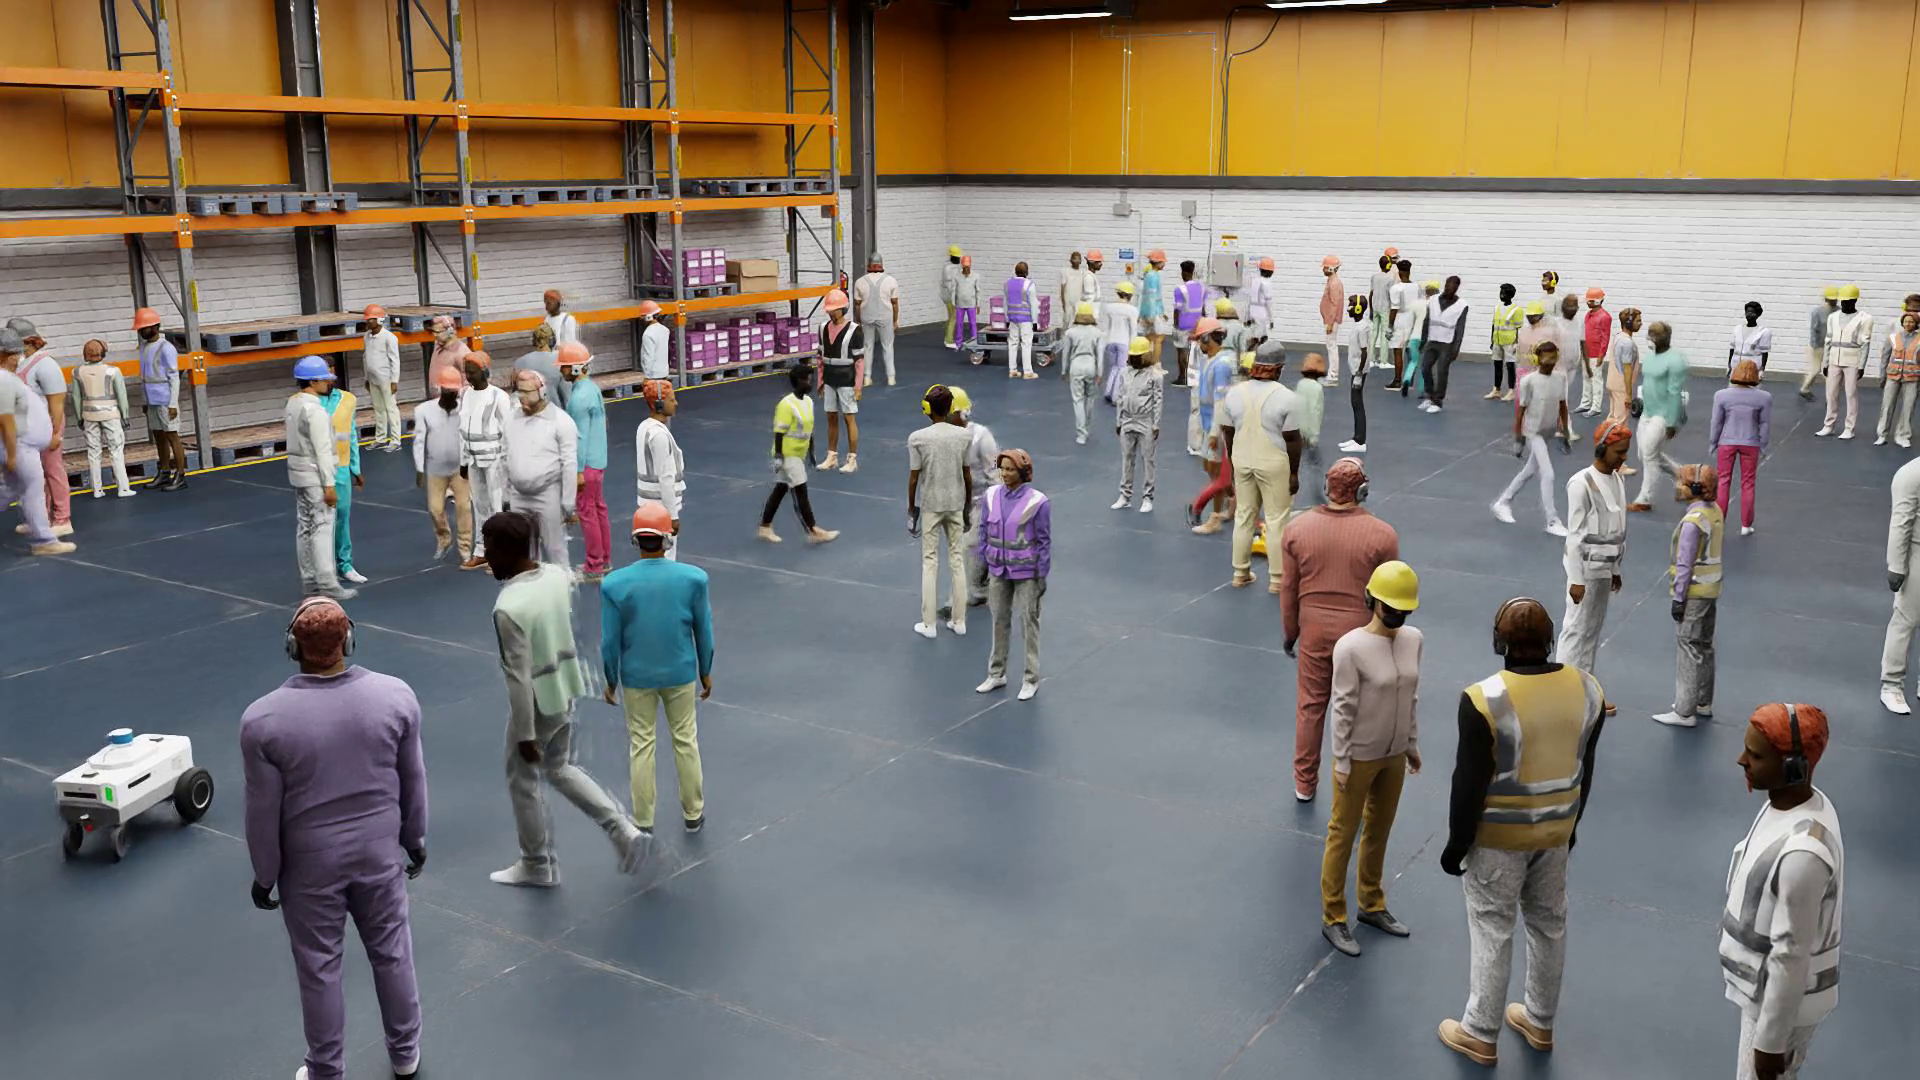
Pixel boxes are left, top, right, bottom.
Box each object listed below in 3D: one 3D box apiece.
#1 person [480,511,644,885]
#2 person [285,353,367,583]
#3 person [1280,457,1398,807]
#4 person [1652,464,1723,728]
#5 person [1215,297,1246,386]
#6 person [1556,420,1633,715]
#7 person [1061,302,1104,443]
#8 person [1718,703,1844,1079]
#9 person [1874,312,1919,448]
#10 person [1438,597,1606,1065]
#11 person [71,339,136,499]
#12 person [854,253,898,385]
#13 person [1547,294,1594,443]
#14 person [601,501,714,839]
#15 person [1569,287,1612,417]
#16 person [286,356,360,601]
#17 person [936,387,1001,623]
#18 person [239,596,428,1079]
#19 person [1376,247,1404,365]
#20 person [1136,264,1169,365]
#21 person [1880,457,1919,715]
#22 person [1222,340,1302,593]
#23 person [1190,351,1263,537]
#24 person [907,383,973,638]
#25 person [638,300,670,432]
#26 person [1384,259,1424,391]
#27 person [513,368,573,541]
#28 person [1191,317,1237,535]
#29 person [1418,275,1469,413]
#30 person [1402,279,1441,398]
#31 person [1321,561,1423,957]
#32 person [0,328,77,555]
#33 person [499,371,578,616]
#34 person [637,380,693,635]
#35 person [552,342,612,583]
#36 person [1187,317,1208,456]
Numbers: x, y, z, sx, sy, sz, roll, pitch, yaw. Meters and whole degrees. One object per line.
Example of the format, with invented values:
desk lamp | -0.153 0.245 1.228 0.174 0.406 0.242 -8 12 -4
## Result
person | -1.914 0.775 7.789 0.701 1.890 0.639 3 13 14
person | -5.146 -0.564 13.527 0.392 1.916 0.591 10 17 38
person | 2.042 0.501 8.923 0.637 1.911 0.403 7 15 28
person | 4.521 0.338 10.257 0.317 1.632 0.506 11 17 40
person | 3.330 -2.194 21.019 0.536 1.731 0.394 0 13 -1
person | 3.930 0.194 10.301 0.355 1.887 0.574 12 18 43
person | 1.504 -2.088 20.610 0.493 1.703 0.877 -2 13 -8
person | 2.496 1.397 5.111 0.348 1.879 0.580 6 14 24
person | 11.399 -1.940 20.102 0.514 1.641 0.309 10 16 36
person | 2.128 1.117 6.408 0.619 1.840 0.430 -4 14 -18
person | -8.780 -1.233 17.033 0.523 1.639 0.309 -1 13 -6
person | -1.278 -3.412 25.604 0.682 2.000 0.535 1 13 4
person | 7.483 -2.116 20.486 0.513 1.807 0.840 -4 14 -17
person | -1.553 0.665 8.553 0.574 1.747 0.335 -4 14 -17
person | 8.535 -2.542 22.480 0.337 1.743 0.560 -2 13 -8
person | -5.056 -0.479 13.114 0.436 1.936 0.621 -11 17 -40
person | -0.021 -0.271 12.571 0.603 1.777 0.905 12 18 42
person | -2.299 1.141 6.153 0.655 1.906 0.407 -9 16 -35
person | 7.244 -3.934 28.022 0.629 1.982 0.428 -3 13 -13
person | 3.220 -3.726 27.686 0.495 1.712 0.771 -9 16 -34
person | 6.141 0.154 10.432 0.653 1.906 0.405 -2 13 -10
person | 2.479 -0.602 13.419 0.678 2.000 0.537 11 17 39
person | 2.538 -0.898 15.359 0.800 1.729 0.538 11 17 40
person | -0.142 -0.212 12.134 0.500 1.862 0.327 -3 13 -15
person | -3.742 -2.051 20.332 0.326 1.752 0.559 3 13 13
person | 6.644 -3.216 24.932 0.600 1.959 0.375 -7 15 -27
person | -3.888 -0.771 15.093 0.629 1.605 0.539 -1 13 -4
person | 2.460 -1.062 15.496 0.599 2.013 0.761 -1 13 -4
person | 6.606 -2.674 22.764 0.649 1.893 0.427 11 17 39
person | 6.661 -2.879 23.948 0.573 1.729 0.631 9 16 35
person | 1.840 0.944 7.327 0.523 1.762 0.328 -8 15 -32
person | -8.330 -0.853 14.506 0.805 2.000 0.698 -8 15 -32
person | -3.189 -0.326 12.520 0.650 1.906 0.404 5 14 20
person | -2.171 -0.233 12.167 0.355 1.882 0.575 -6 14 -23
person | -3.108 -0.641 13.716 0.406 1.986 0.619 0 13 1
person | 2.820 -1.804 19.536 0.314 1.633 0.519 0 13 1
